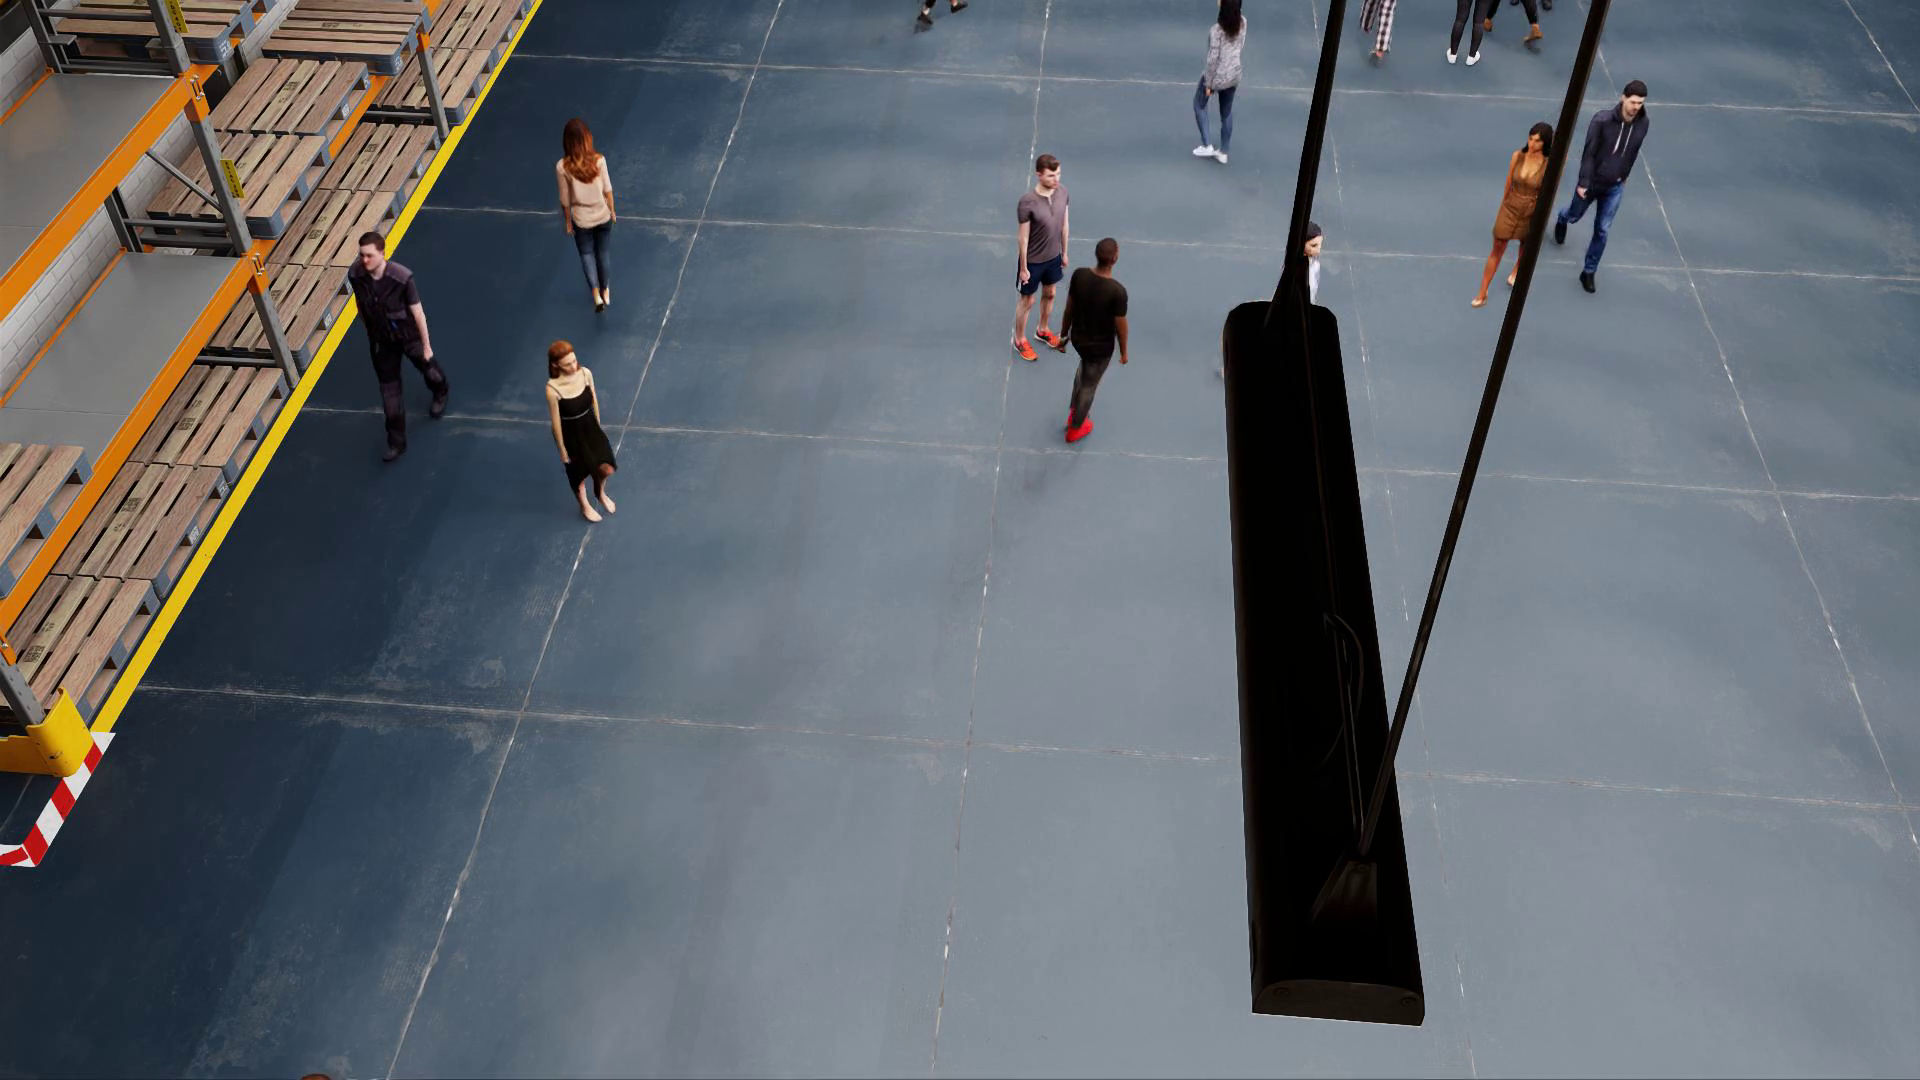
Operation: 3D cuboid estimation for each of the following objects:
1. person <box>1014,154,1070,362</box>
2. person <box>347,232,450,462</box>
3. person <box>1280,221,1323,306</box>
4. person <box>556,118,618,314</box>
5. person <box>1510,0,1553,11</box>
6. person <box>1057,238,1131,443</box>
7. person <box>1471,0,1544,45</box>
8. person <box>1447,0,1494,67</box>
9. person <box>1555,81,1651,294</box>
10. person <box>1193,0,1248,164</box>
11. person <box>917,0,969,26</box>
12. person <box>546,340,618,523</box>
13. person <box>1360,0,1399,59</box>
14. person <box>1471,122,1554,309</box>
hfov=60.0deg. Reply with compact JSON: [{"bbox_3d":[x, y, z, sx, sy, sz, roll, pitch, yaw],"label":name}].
[{"bbox_3d":[0.646,-2.294,13.406,0.716,1.848,0.757,-26,49,-25],"label":"person"},{"bbox_3d":[-4.245,-1.582,12.697,0.780,1.796,1.213,6,44,6],"label":"person"},{"bbox_3d":[2.527,-1.739,12.918,0.987,1.717,0.962,34,53,30],"label":"person"},{"bbox_3d":[-3.056,-2.635,13.815,0.757,1.779,0.915,-10,45,-11],"label":"person"},{"bbox_3d":[6.439,-6.702,18.037,0.733,1.842,0.667,13,45,13],"label":"person"},{"bbox_3d":[0.942,-1.448,12.561,0.816,1.789,0.841,28,50,27],"label":"person"},{"bbox_3d":[5.941,-6.030,17.441,1.015,1.692,1.178,-21,48,-21],"label":"person"},{"bbox_3d":[5.320,-5.708,17.106,0.662,1.687,0.621,14,45,15],"label":"person"},{"bbox_3d":[5.472,-3.132,14.278,0.658,1.859,1.177,3,44,3],"label":"person"},{"bbox_3d":[2.517,-4.319,15.627,0.730,1.717,0.768,-21,48,-21],"label":"person"},{"bbox_3d":[-0.222,-6.239,17.838,1.067,1.447,0.992,-31,52,-29],"label":"person"},{"bbox_3d":[-2.818,-0.808,12.019,0.682,1.610,0.743,-31,52,-29],"label":"person"},{"bbox_3d":[4.450,-5.869,17.198,0.647,1.794,1.161,3,44,3],"label":"person"},{"bbox_3d":[4.797,-2.779,14.063,0.935,1.643,1.122,27,50,26],"label":"person"}]
